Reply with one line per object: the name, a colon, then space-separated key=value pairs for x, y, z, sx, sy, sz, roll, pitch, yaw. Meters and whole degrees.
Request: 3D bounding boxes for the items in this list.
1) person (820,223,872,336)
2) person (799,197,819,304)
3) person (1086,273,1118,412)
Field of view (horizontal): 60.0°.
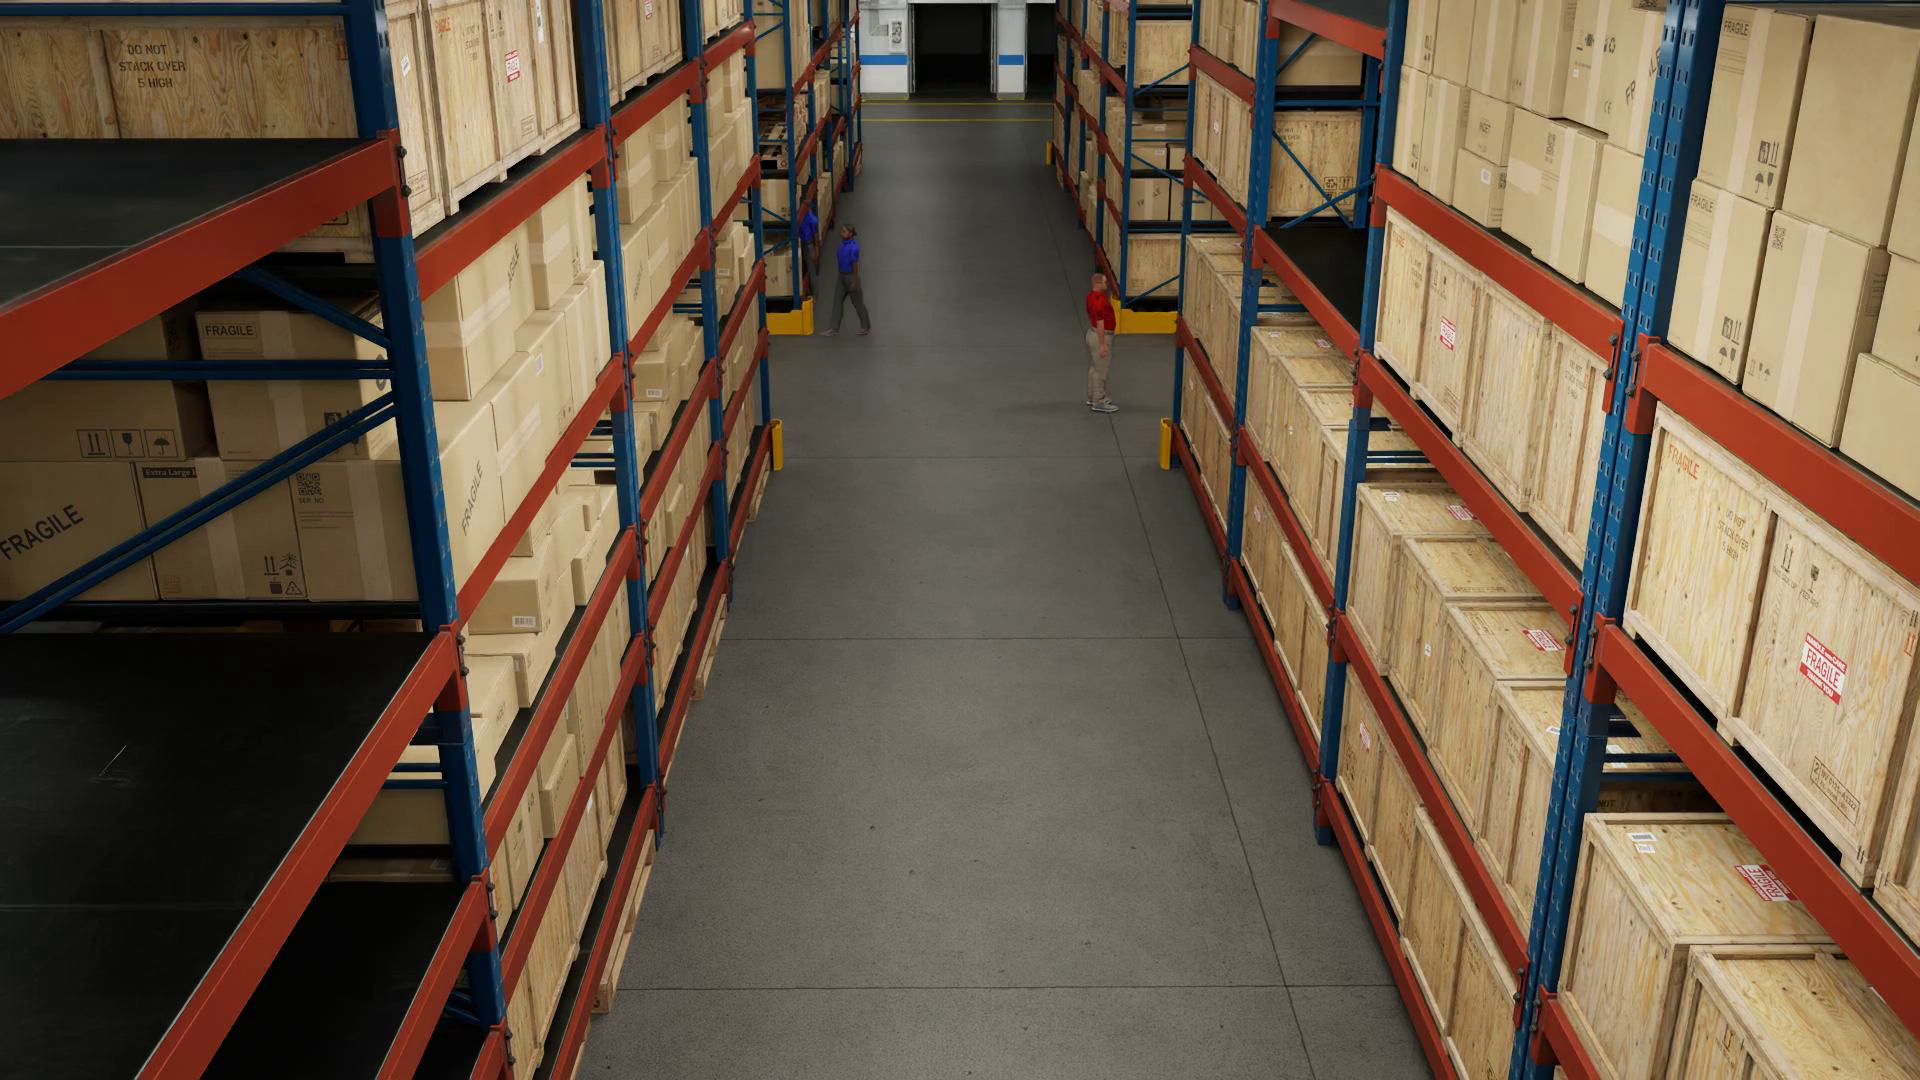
person: x=-1.671 y=-3.785 z=24.276 sx=0.790 sy=1.651 sz=0.451 roll=-14 pitch=26 yaw=-32
person: x=-2.436 y=-4.562 z=26.231 sx=0.325 sy=1.662 sz=0.444 roll=-18 pitch=28 yaw=-38
person: x=1.784 y=-2.503 z=20.919 sx=0.384 sy=1.727 sz=0.519 roll=-3 pitch=22 yaw=-8
